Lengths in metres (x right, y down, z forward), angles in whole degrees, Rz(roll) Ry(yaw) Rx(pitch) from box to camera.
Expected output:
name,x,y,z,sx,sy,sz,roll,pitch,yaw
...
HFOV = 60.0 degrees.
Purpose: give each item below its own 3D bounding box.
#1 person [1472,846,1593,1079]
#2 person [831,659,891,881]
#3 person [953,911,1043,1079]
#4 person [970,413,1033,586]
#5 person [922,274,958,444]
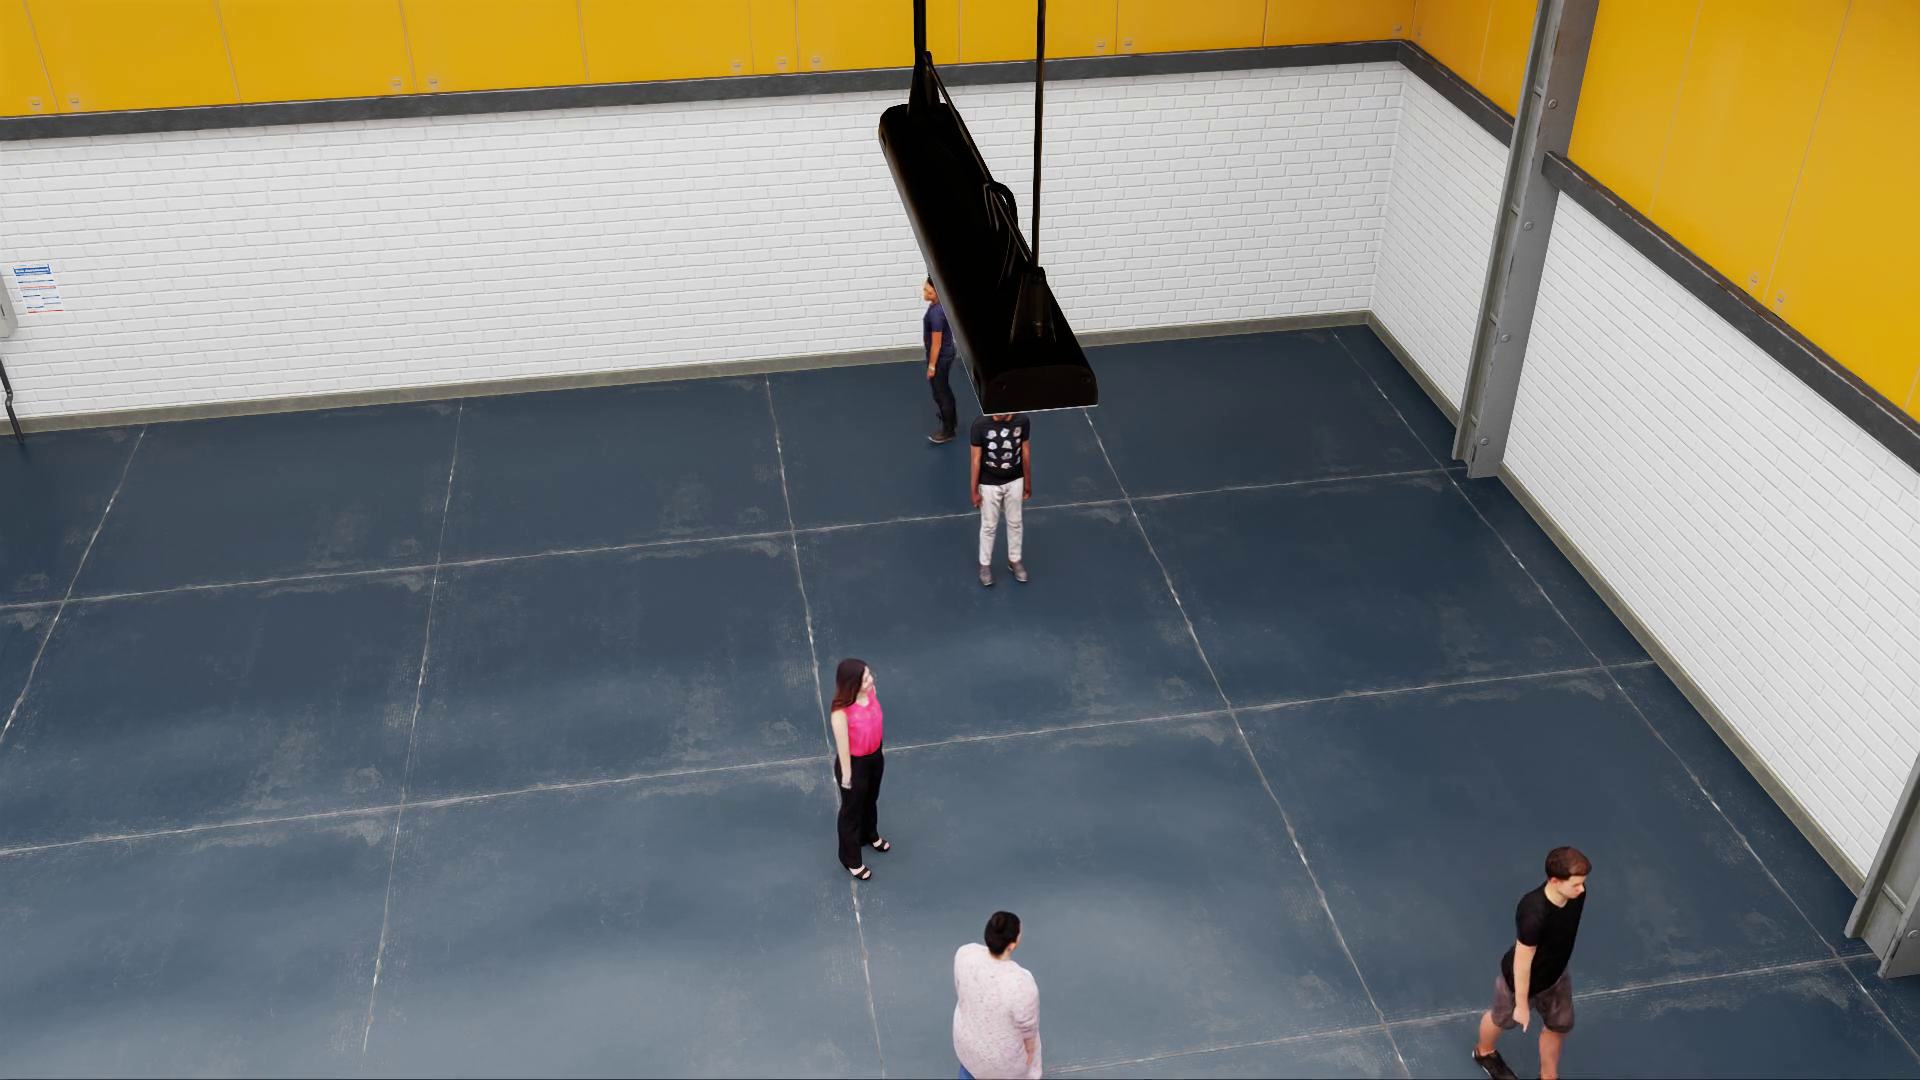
name,x,y,z,sx,sy,sz,roll,pitch,yaw
person,3.102,2.320,9.175,0.938,1.842,1.061,-22,39,-29
person,-0.637,1.437,10.674,0.716,1.654,0.628,16,37,22
person,0.171,2.611,8.827,0.782,1.743,0.855,25,41,32
person,0.328,-0.475,13.417,0.669,1.801,0.621,-8,34,-12
person,-0.162,-1.701,15.299,0.904,1.761,0.590,9,35,13
